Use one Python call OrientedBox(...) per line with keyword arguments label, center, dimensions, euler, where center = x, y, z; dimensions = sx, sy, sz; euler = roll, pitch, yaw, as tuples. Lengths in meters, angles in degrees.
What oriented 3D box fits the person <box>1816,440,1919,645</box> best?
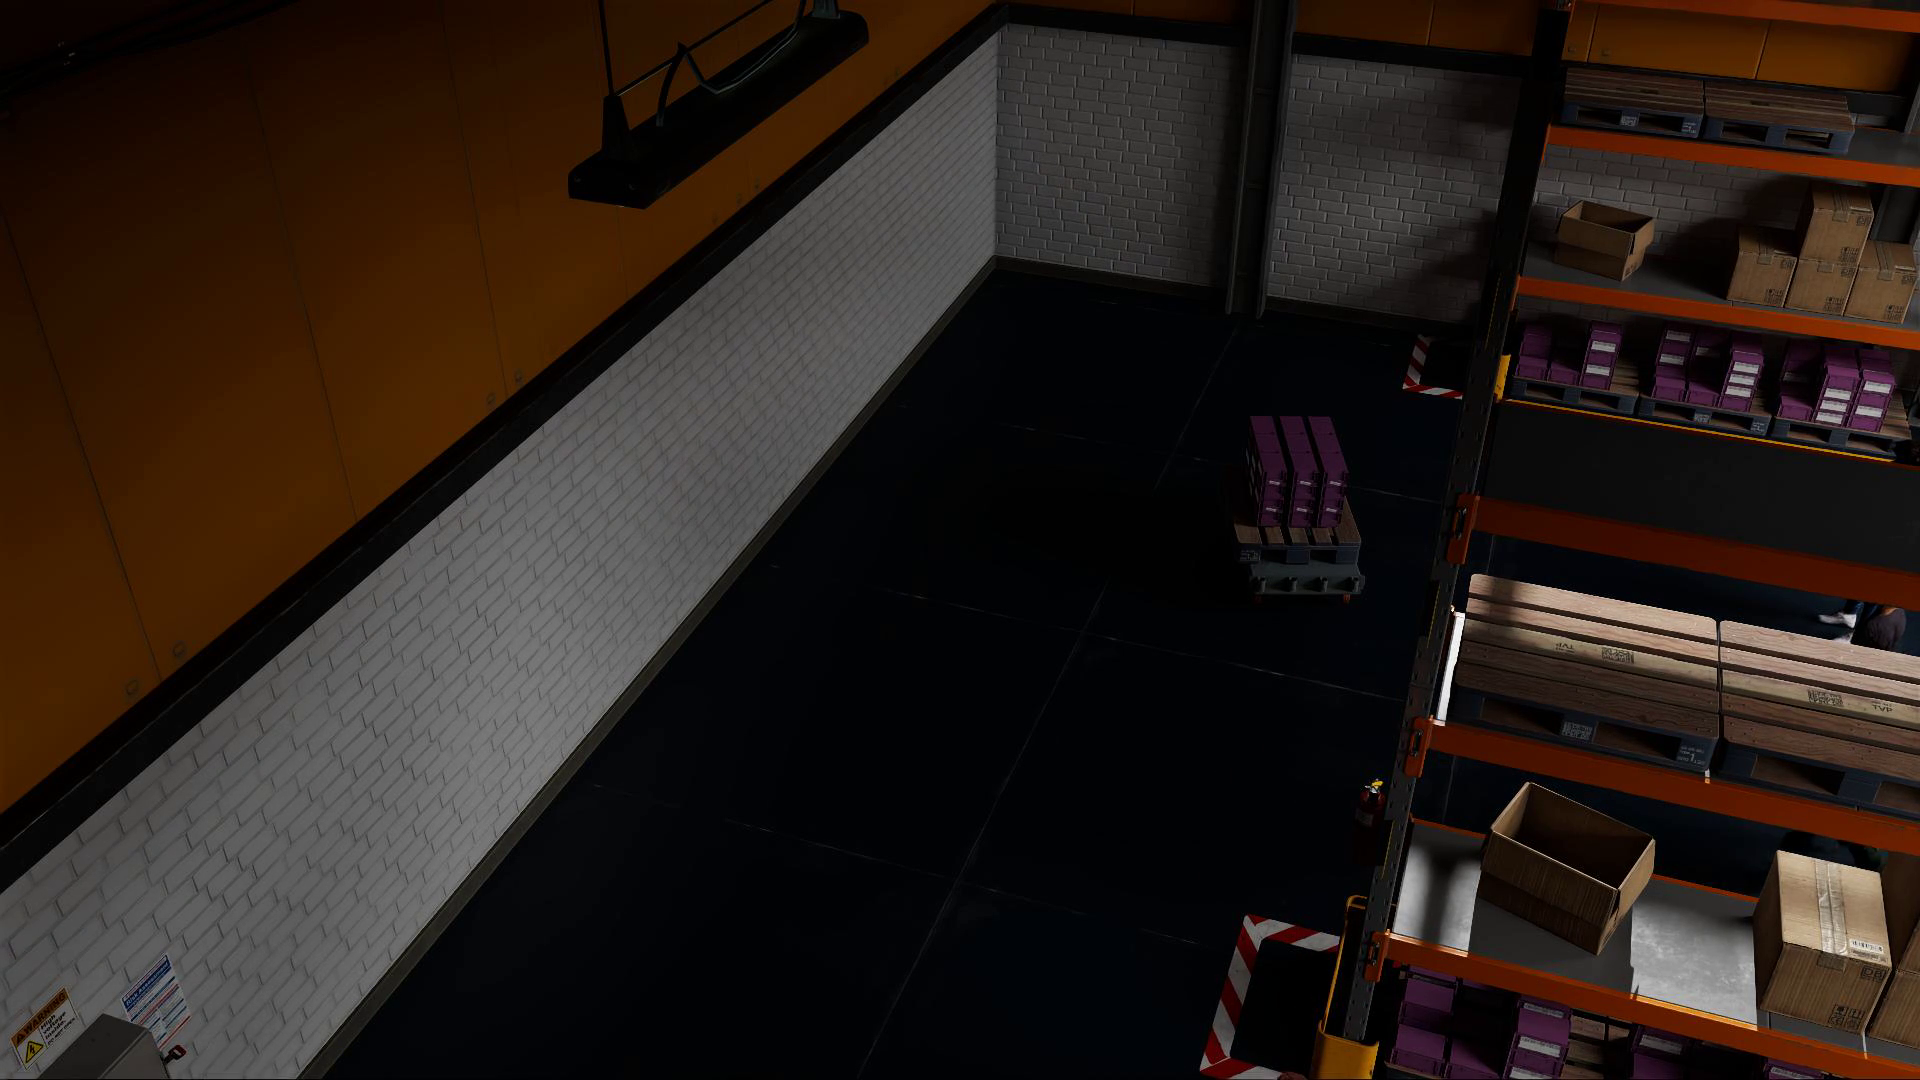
OrientedBox(label="person", center=(7.158, 0.014, 12.923), dimensions=(0.663, 1.811, 0.727), euler=(3, 34, 5))
